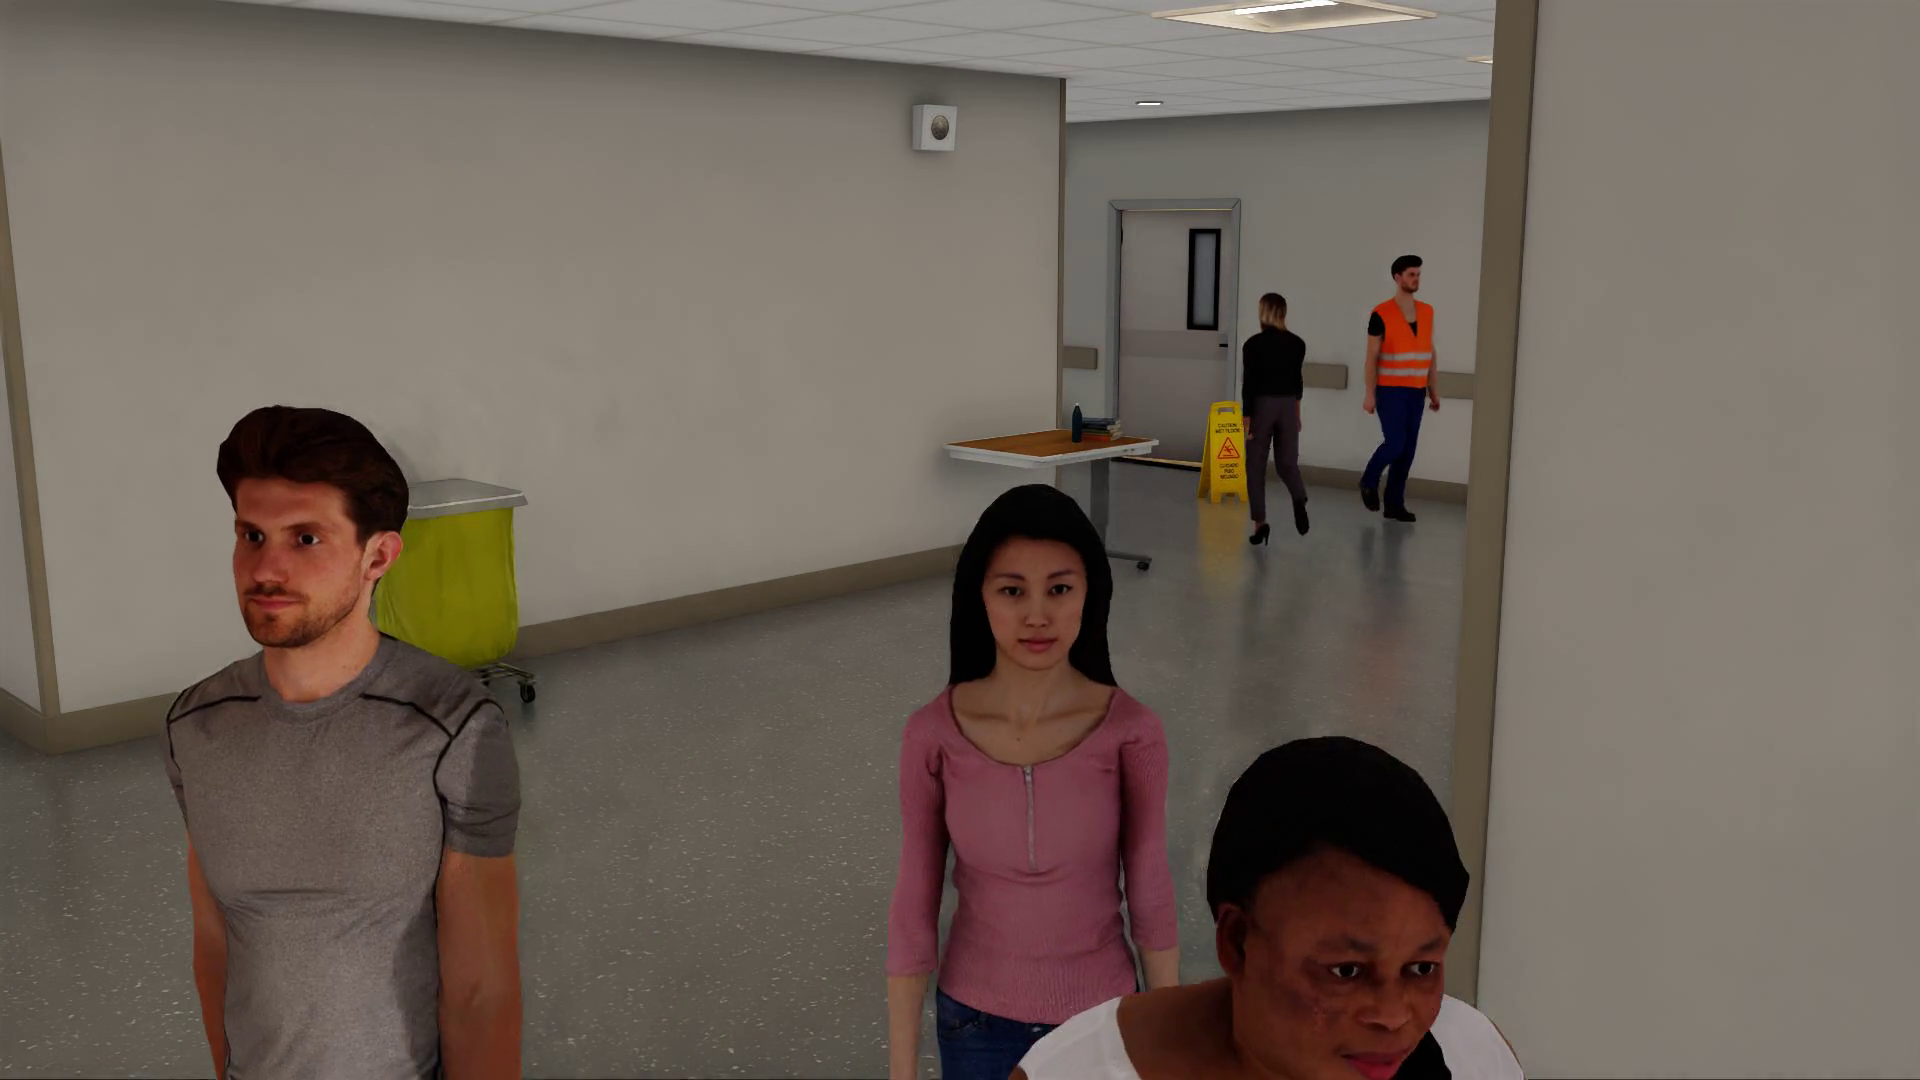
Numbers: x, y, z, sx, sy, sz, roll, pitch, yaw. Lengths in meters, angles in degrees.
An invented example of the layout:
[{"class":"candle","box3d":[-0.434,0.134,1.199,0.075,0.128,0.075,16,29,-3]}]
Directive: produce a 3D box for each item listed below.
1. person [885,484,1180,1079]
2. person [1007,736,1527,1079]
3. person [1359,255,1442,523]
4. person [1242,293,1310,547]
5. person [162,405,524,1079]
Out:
[{"class":"person","box3d":[0.138,0.754,2.605,0.721,1.732,0.790,2,11,11]},{"class":"person","box3d":[0.290,0.971,1.616,0.788,1.675,0.840,0,11,-3]},{"class":"person","box3d":[3.095,-1.074,11.858,0.820,1.875,0.885,-4,12,-22]},{"class":"person","box3d":[2.052,-0.741,10.685,0.842,1.656,0.969,-3,11,-15]},{"class":"person","box3d":[-0.743,0.761,2.171,0.763,1.881,0.833,1,11,5]}]
